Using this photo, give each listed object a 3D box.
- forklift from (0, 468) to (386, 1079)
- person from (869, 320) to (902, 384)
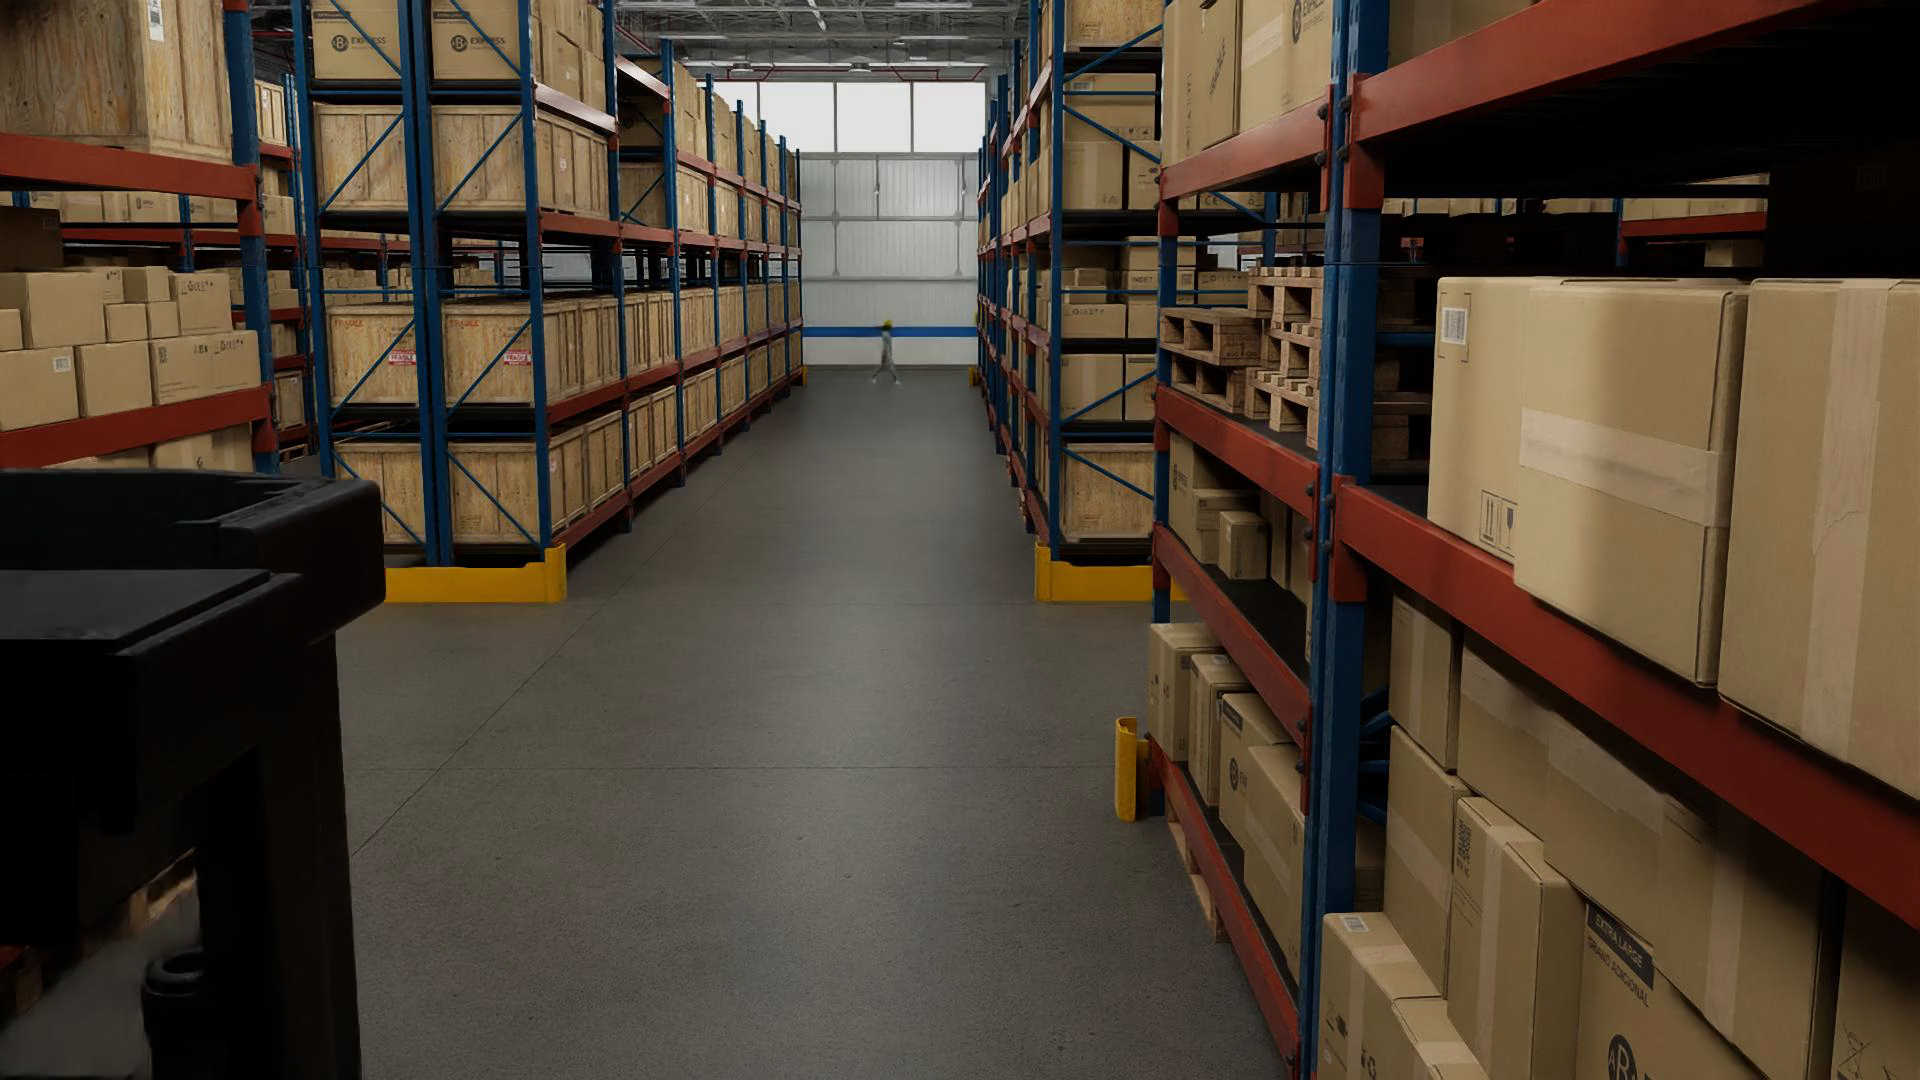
[{"bbox_3d":[-1.045,1.322,1.749,1.129,2.768,1.873,0,9,-1],"label":"forklift"},{"bbox_3d":[-1.984,-4.968,43.897,0.858,1.709,0.494,0,9,2],"label":"person"}]
